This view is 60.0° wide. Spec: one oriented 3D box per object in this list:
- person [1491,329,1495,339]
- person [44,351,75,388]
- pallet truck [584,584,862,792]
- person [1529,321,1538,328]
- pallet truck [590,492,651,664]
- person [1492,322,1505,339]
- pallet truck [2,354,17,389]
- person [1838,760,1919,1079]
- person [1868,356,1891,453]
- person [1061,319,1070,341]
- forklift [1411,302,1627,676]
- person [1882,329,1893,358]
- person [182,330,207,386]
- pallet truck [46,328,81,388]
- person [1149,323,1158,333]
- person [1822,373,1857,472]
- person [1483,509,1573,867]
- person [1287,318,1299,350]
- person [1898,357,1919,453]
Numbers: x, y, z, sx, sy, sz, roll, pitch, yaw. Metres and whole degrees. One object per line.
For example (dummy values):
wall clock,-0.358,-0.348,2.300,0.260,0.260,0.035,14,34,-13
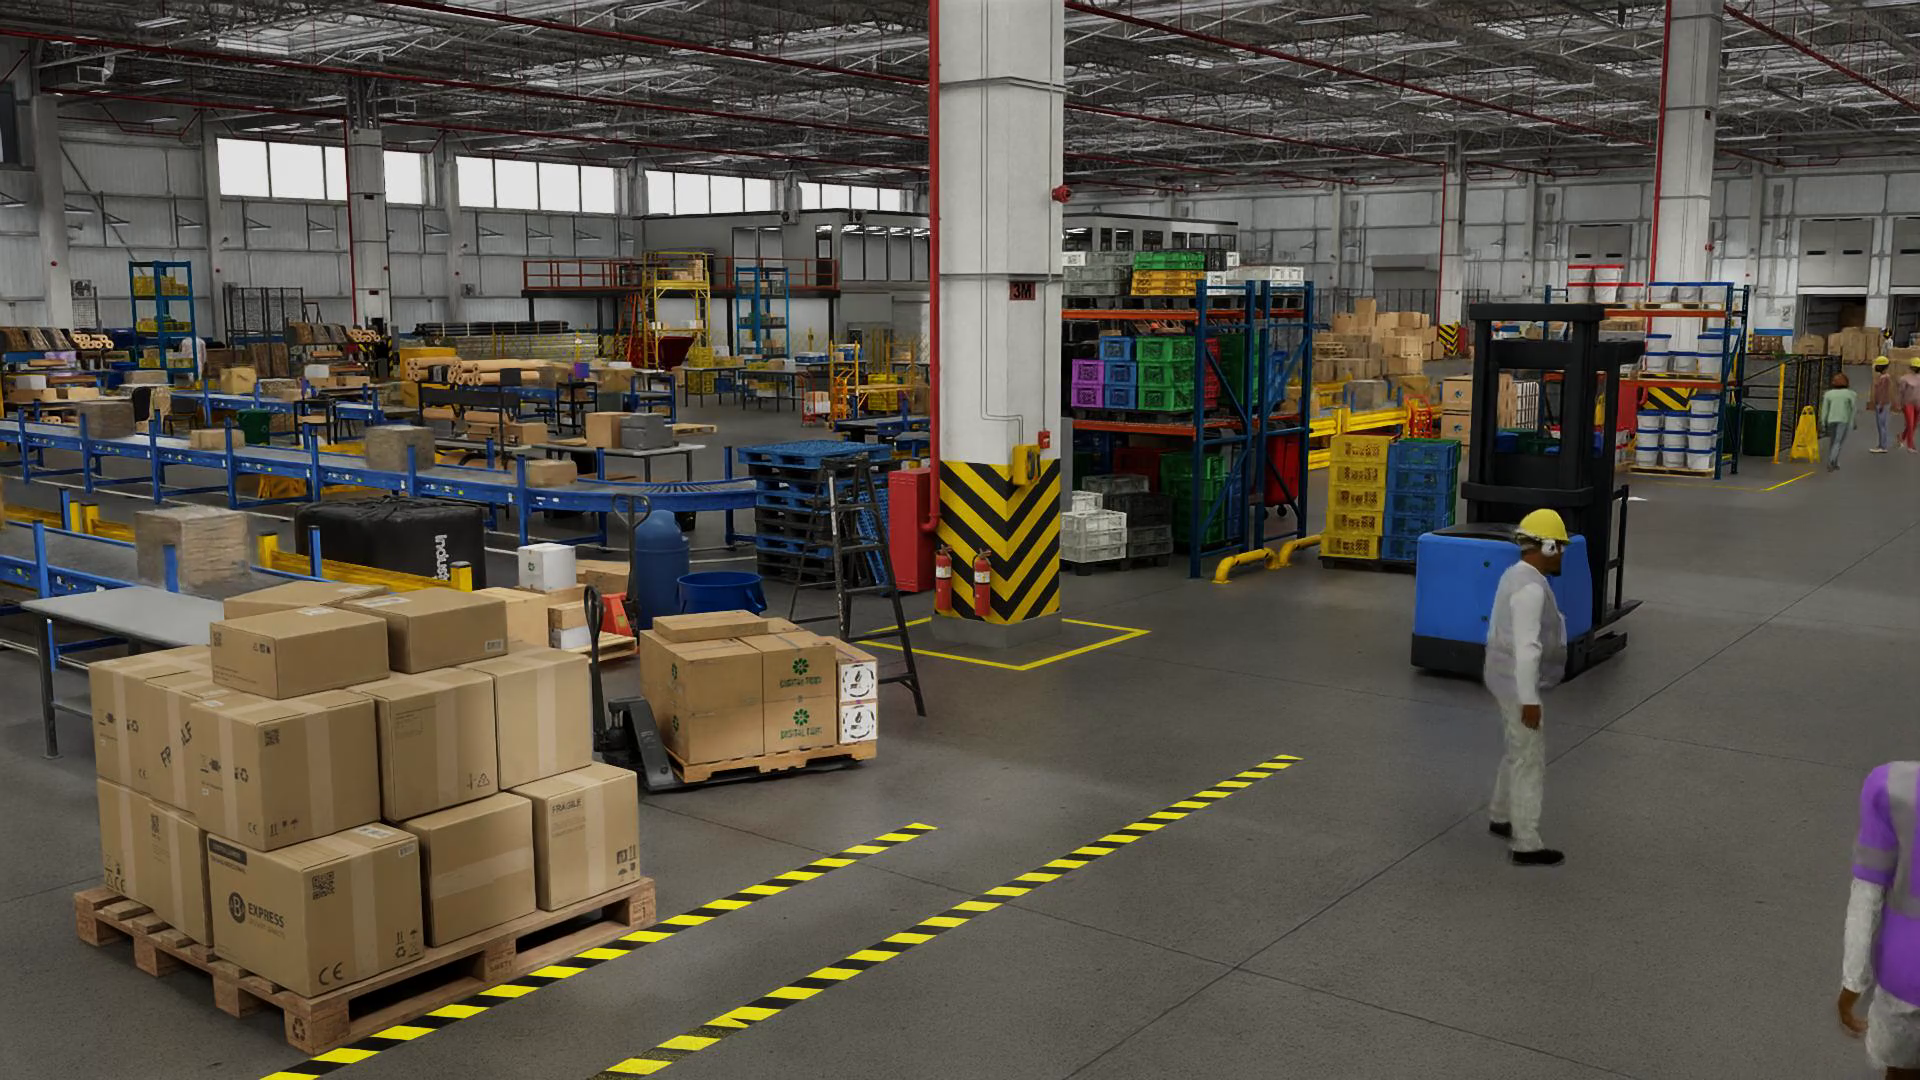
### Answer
person,13.763,-4.546,43.512,0.376,1.995,0.612,1,9,9
person,-20.404,-3.691,37.753,0.620,2.010,0.984,-2,9,-12
pallet truck,-1.426,0.805,10.019,1.601,1.201,0.680,-4,9,-26
person,26.280,-9.320,76.211,0.429,1.842,0.633,0,8,3
pallet truck,-3.115,0.344,12.883,0.653,1.274,1.630,7,11,37
person,18.469,-6.548,57.231,0.599,1.925,0.488,3,9,21
pallet truck,-24.881,-4.417,42.634,1.885,1.965,0.823,8,11,41
person,2.925,1.236,4.864,0.576,1.893,0.935,5,10,32
person,16.739,-2.460,30.252,0.339,1.757,0.518,3,9,18
person,4.270,-7.954,66.989,0.943,1.839,0.611,7,11,41
forklift,4.379,-0.438,12.852,1.129,2.768,1.873,7,11,37
person,27.114,-5.254,48.708,0.328,1.872,0.510,5,10,29
person,-22.510,-5.279,48.921,0.667,1.852,1.018,-4,9,-23
pallet truck,-23.775,-4.544,43.495,1.885,1.965,0.823,6,10,35
person,6.290,-6.060,53.912,0.359,1.938,0.547,0,8,1
person,14.240,-1.906,27.009,0.717,1.607,0.503,-7,11,-40
person,2.921,0.739,8.582,0.420,1.801,0.670,3,9,16
person,17.084,-10.654,85.000,0.878,1.893,0.621,5,10,31
person,17.443,-2.490,30.502,0.533,1.747,0.708,-1,8,-4
